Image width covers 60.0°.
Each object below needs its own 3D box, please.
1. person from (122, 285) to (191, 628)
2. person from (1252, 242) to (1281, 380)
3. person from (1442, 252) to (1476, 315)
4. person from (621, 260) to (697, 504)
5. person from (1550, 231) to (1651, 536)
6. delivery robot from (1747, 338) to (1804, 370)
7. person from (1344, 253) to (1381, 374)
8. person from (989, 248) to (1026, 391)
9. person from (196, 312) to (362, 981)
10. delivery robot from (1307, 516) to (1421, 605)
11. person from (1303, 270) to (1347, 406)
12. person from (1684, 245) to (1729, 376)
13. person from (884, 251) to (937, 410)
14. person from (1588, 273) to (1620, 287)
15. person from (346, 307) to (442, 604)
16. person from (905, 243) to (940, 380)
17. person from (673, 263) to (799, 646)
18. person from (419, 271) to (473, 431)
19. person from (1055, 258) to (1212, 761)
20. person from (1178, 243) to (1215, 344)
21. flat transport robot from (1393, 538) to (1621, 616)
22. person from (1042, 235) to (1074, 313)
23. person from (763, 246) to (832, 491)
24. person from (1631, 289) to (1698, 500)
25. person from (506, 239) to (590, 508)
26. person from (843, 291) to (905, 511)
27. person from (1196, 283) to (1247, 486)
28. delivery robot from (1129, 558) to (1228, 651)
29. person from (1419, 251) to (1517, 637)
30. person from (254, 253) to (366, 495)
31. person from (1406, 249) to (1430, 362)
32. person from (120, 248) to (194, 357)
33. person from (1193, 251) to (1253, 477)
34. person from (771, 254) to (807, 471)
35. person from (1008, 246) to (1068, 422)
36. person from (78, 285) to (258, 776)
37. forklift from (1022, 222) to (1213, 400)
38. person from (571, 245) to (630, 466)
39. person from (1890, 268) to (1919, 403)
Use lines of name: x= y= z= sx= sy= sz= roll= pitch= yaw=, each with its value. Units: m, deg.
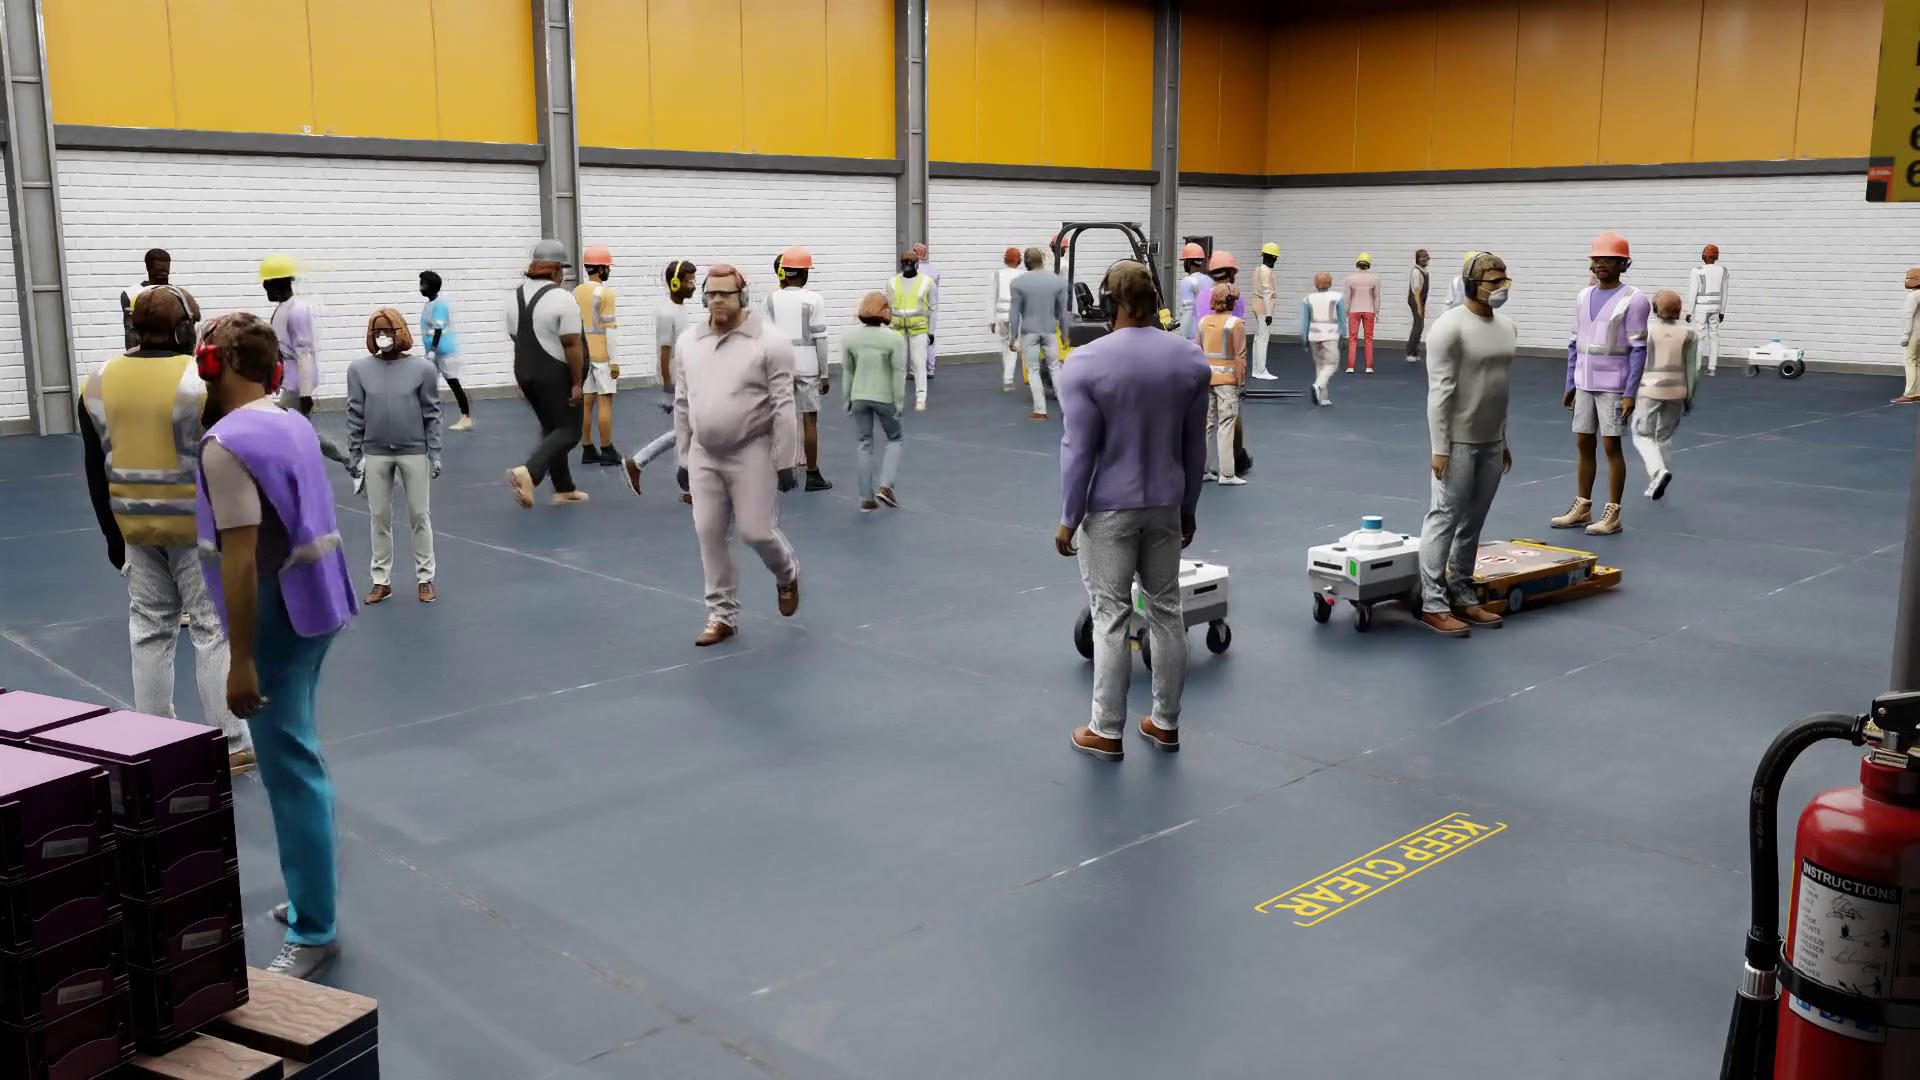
person: x=-4.119 y=-0.428 z=8.623 sx=0.523 sy=1.769 sz=0.316 roll=7 pitch=12 yaw=32
person: x=4.312 y=-3.222 z=23.447 sx=0.378 sy=1.918 sz=0.585 roll=0 pitch=10 yaw=-1
person: x=6.480 y=-2.787 z=21.413 sx=0.599 sy=1.801 sz=0.783 roll=9 pitch=14 yaw=40
person: x=-2.194 y=-1.169 z=12.470 sx=0.721 sy=1.843 sz=0.565 roll=1 pitch=10 yaw=3
person: x=4.343 y=-1.056 z=11.283 sx=0.357 sy=2.047 sz=0.615 roll=-5 pitch=11 yaw=-25
delivery robot: x=11.605 y=-2.629 z=23.681 sx=0.707 sy=0.478 sz=0.477 roll=7 pitch=13 yaw=35
person: x=5.886 y=-3.316 z=24.381 sx=0.529 sy=1.768 sz=0.312 roll=2 pitch=11 yaw=10
person: x=0.721 y=-2.906 z=21.902 sx=0.577 sy=1.843 sz=0.912 roll=4 pitch=11 yaw=21
person: x=-1.897 y=0.292 z=4.606 sx=0.410 sy=1.817 sz=0.712 roll=-1 pitch=10 yaw=-4
delivery robot: x=2.142 y=0.120 z=8.686 sx=0.707 sy=0.478 sz=0.477 roll=-8 pitch=13 yaw=-38
person: x=4.253 y=-2.353 z=19.526 sx=0.523 sy=1.611 sz=0.622 roll=8 pitch=13 yaw=36
person: x=10.758 y=-3.300 z=23.972 sx=0.576 sy=1.883 sz=0.354 roll=-1 pitch=10 yaw=-6
person: x=-0.590 y=-2.415 z=19.263 sx=0.633 sy=1.839 sz=0.429 roll=3 pitch=11 yaw=13
person: x=9.227 y=-3.311 z=23.961 sx=0.409 sy=1.910 sz=0.651 roll=8 pitch=13 yaw=36
person: x=-3.110 y=-0.460 z=9.165 sx=0.506 sy=1.633 sz=0.279 roll=-1 pitch=10 yaw=-7
person: x=-0.577 y=-3.196 z=23.341 sx=0.409 sy=1.907 sz=0.651 roll=10 pitch=14 yaw=42
person: x=-1.107 y=-0.439 z=8.350 sx=0.653 sy=1.888 sz=0.635 roll=4 pitch=11 yaw=19
person: x=-5.428 y=-1.922 z=17.058 sx=0.850 sy=1.647 sz=0.545 roll=-8 pitch=13 yaw=-36
person: x=0.657 y=-0.108 z=6.427 sx=0.627 sy=1.934 sz=0.372 roll=-4 pitch=11 yaw=-22
person: x=2.525 y=-2.254 z=18.120 sx=0.373 sy=1.935 sz=0.552 roll=8 pitch=13 yaw=38
flat transport robot: x=3.029 y=0.191 z=9.332 sx=1.431 sy=0.197 sz=0.652 roll=-8 pitch=13 yaw=-38
person: x=1.464 y=-3.573 z=25.045 sx=0.603 sy=2.037 sz=0.402 roll=8 pitch=13 yaw=36
person: x=-1.279 y=-1.350 z=13.184 sx=0.545 sy=1.939 sz=0.354 roll=4 pitch=11 yaw=21
person: x=5.318 y=-1.082 z=12.583 sx=0.526 sy=1.618 sz=0.598 roll=0 pitch=10 yaw=2
person: x=-3.052 y=-1.223 z=12.212 sx=0.694 sy=2.000 sz=0.811 roll=8 pitch=13 yaw=36
person: x=-0.625 y=-1.013 z=12.216 sx=0.507 sy=1.623 sz=0.352 roll=3 pitch=11 yaw=16
person: x=2.121 y=-1.262 z=13.521 sx=0.310 sy=1.638 sz=0.523 roll=-8 pitch=13 yaw=-37
delivery robot: x=0.965 y=0.257 z=7.940 sx=0.707 sy=0.478 sz=0.477 roll=-10 pitch=14 yaw=-44
person: x=2.607 y=-0.490 z=8.492 sx=0.629 sy=1.940 sz=0.377 roll=-8 pitch=13 yaw=-37
person: x=-4.899 y=-1.192 z=12.448 sx=0.806 sy=1.899 sz=0.590 roll=-6 pitch=12 yaw=-29
person: x=7.357 y=-3.755 z=26.716 sx=0.365 sy=1.816 sz=0.656 roll=5 pitch=11 yaw=25
person: x=-6.703 y=-1.480 z=13.960 sx=0.391 sy=1.915 sz=0.587 roll=7 pitch=12 yaw=32
person: x=2.201 y=-1.471 z=13.991 sx=0.917 sy=1.879 sz=0.567 roll=-10 pitch=14 yaw=-43
person: x=-1.498 y=-1.541 z=14.414 sx=0.311 sy=1.869 sz=0.532 roll=2 pitch=11 yaw=10
person: x=0.852 y=-2.238 z=18.147 sx=0.661 sy=1.907 sz=0.473 roll=-3 pitch=11 yaw=-15
person: x=-2.901 y=-0.023 z=6.215 sx=0.636 sy=1.840 sz=0.429 roll=2 pitch=11 yaw=9
forklift: x=1.935 y=-2.847 z=20.651 sx=2.313 sy=2.155 sz=1.214 roll=2 pitch=11 yaw=13
person: x=-3.185 y=-1.624 z=14.678 sx=0.547 sy=1.939 sz=0.376 roll=9 pitch=14 yaw=40
person: x=11.554 y=-2.475 z=20.181 sx=0.280 sy=1.624 sz=0.493 roll=9 pitch=14 yaw=39
